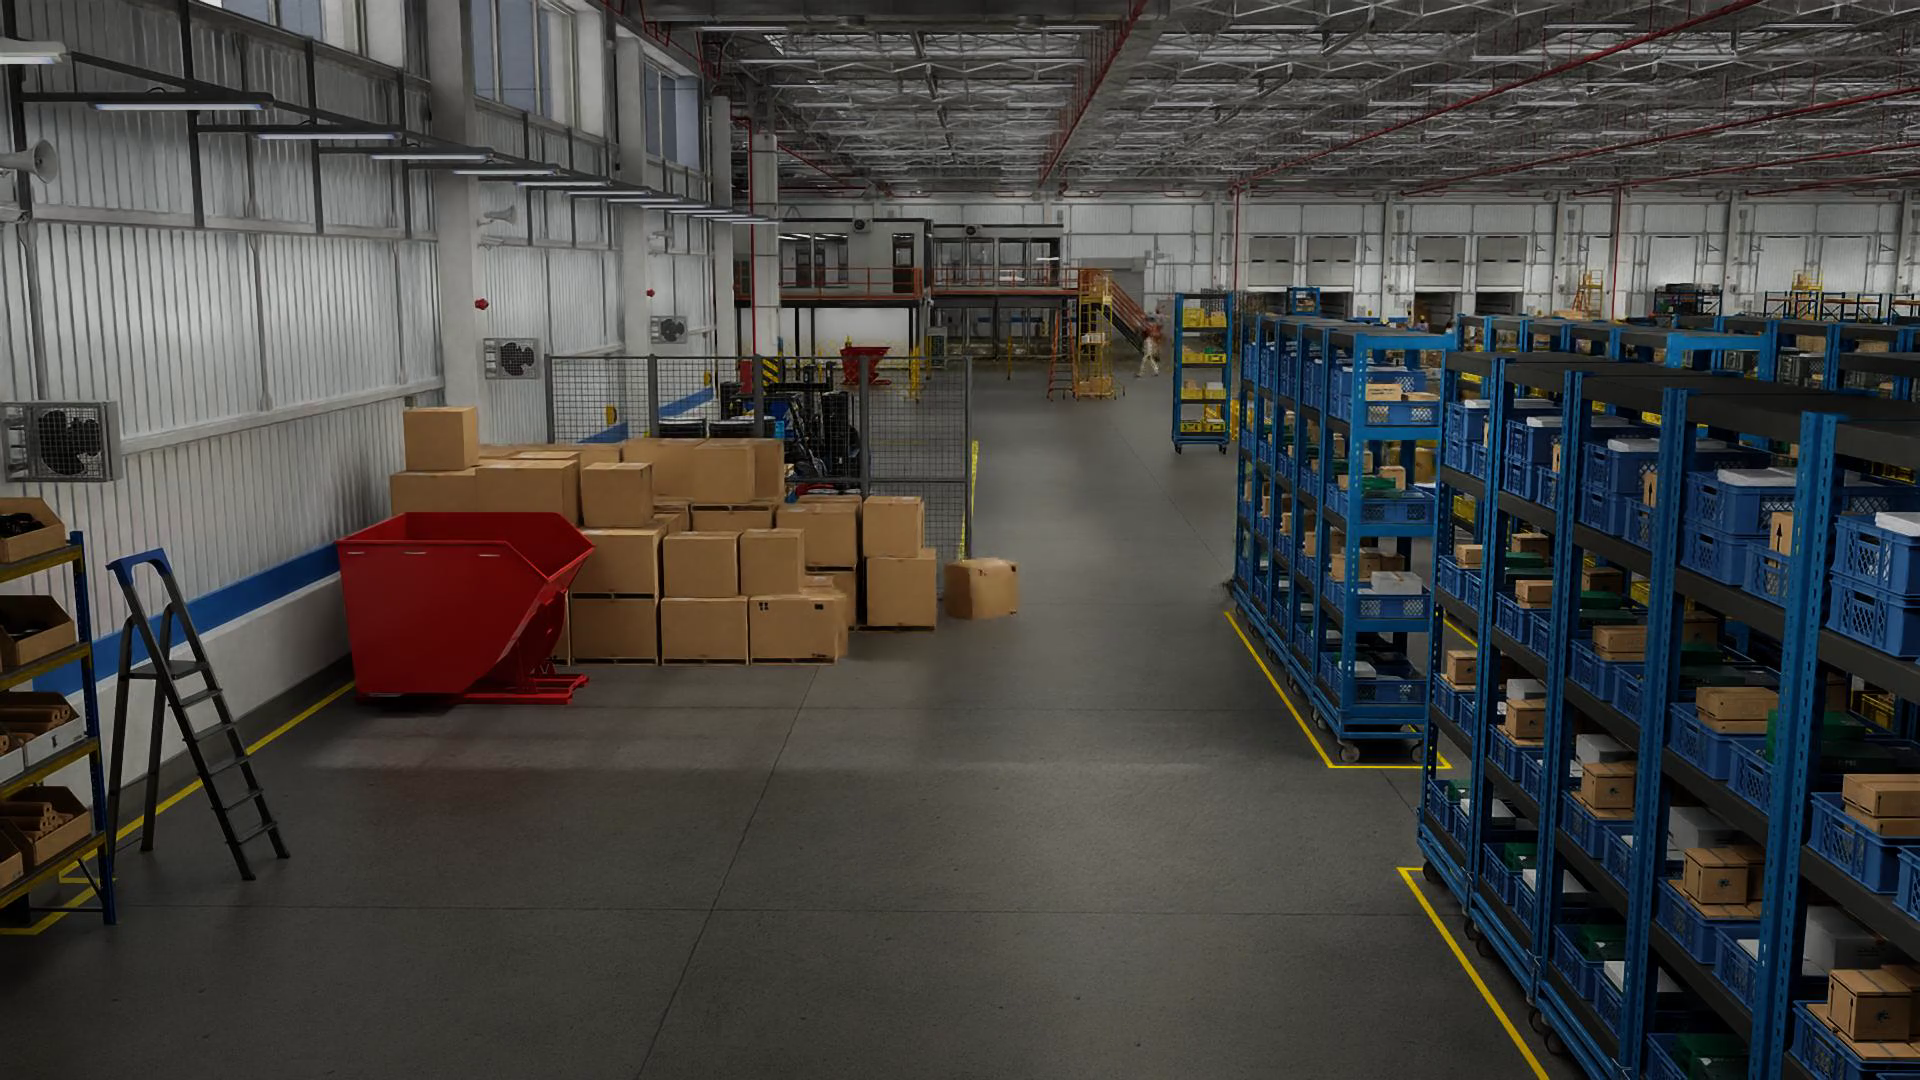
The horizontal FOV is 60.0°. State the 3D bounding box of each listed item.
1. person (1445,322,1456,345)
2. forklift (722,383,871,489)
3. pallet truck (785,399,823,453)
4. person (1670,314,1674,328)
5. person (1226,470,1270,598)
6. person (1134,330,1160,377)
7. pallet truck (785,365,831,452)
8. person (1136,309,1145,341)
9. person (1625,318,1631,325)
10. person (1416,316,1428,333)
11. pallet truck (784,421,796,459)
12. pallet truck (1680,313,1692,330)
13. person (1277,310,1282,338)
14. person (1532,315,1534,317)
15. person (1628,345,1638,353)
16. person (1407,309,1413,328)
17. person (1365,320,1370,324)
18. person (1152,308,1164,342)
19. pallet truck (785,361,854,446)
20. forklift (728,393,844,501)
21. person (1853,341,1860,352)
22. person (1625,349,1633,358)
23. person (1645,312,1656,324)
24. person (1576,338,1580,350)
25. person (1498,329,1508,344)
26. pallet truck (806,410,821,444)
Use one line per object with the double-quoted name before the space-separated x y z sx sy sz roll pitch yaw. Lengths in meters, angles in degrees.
"person" 22.055 -8.920 74.949 0.787 1.790 0.690 -3 10 -18
"forklift" -2.893 -1.687 28.729 2.680 1.987 1.157 0 9 -1
"pallet truck" -3.814 -2.432 36.419 1.630 1.274 0.653 0 9 1
"person" 38.711 -11.395 90.295 0.329 1.764 0.524 5 11 30
"person" 3.616 -0.091 20.429 0.563 1.817 0.591 -6 11 -31
"person" 7.228 -7.153 63.923 0.990 1.843 0.571 2 9 13
"pallet truck" -3.774 -2.976 37.635 1.885 1.965 0.823 1 9 5
"person" 10.450 -12.321 95.582 0.929 1.896 0.574 -7 11 -36
"person" 35.110 -10.878 87.456 0.893 1.643 0.540 1 9 6
"person" 22.475 -9.955 80.951 0.588 1.917 0.402 3 10 19
"pallet truck" -4.013 -1.793 32.705 1.601 1.201 0.680 0 9 1
"pallet truck" 36.315 -10.531 84.244 0.823 1.965 1.885 -6 11 -33
"person" 18.073 -12.106 94.272 0.611 1.907 0.993 -8 12 -41
"person" 28.190 -10.082 81.776 0.688 1.913 0.354 -2 9 -13
"person" 24.259 -6.528 59.417 0.687 2.000 0.535 8 12 41
"person" 25.638 -12.207 94.826 0.394 1.921 0.584 6 11 33
"person" 18.794 -9.278 77.104 0.910 1.800 0.662 -9 13 -43
"person" 11.302 -12.302 95.348 0.655 1.932 1.037 8 12 42
"pallet truck" -3.410 -3.193 38.978 1.885 1.965 0.823 0 9 -1
"forklift" -2.979 -1.316 26.476 2.680 1.987 1.157 0 9 1
"person" 31.452 -6.157 58.322 0.865 1.661 0.545 6 11 32
"person" 19.627 -4.700 48.860 0.516 1.803 1.036 -1 9 -6
"person" 35.217 -10.645 84.983 0.518 1.979 0.643 -7 12 -38
"person" 24.694 -7.733 66.883 0.548 2.028 0.608 -4 10 -21
"person" 24.713 -9.033 75.701 0.485 1.791 1.039 6 11 31
"pallet truck" -3.559 -2.018 33.905 1.522 1.261 0.704 0 9 -1
